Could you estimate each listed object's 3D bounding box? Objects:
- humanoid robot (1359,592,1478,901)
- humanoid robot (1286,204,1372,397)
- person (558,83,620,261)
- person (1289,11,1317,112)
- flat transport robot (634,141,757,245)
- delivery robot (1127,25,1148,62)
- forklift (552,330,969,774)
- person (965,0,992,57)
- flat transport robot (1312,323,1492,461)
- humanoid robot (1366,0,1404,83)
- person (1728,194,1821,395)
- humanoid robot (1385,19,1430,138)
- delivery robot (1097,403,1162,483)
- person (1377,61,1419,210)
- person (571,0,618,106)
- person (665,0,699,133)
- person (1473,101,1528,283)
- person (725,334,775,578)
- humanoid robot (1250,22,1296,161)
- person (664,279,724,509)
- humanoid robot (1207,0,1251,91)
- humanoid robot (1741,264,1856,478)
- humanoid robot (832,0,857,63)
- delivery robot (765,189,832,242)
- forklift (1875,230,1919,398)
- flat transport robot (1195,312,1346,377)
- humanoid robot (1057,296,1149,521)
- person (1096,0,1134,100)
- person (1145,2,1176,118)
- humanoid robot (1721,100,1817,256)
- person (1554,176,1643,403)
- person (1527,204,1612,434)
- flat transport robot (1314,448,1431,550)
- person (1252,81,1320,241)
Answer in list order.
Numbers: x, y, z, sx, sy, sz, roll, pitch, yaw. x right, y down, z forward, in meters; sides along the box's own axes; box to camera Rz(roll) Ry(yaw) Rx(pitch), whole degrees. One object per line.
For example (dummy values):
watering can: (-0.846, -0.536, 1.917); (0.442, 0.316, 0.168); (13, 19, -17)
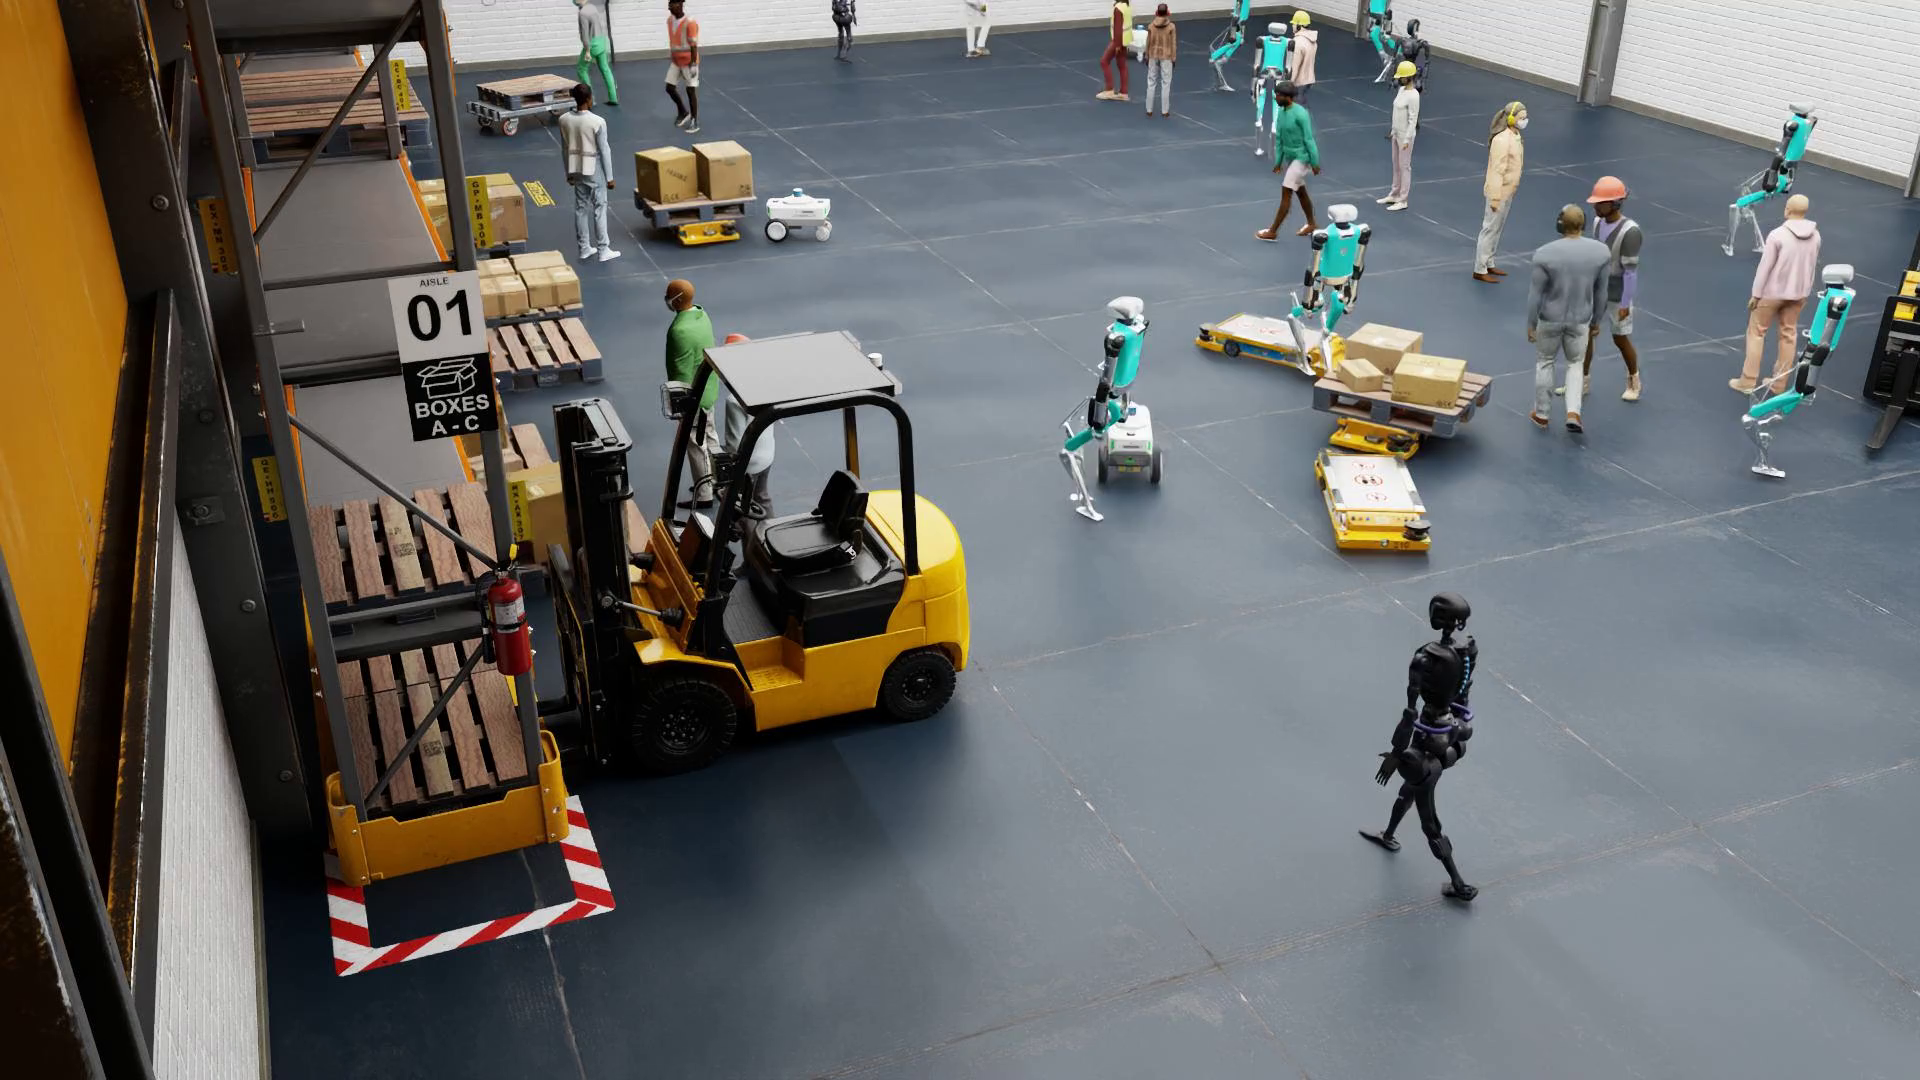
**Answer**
humanoid robot: (2.403, 1.025, 8.453); (0.608, 1.636, 0.790); (-21, 33, -35)
humanoid robot: (3.172, -2.174, 14.703); (0.555, 1.765, 0.914); (-7, 27, -13)
person: (-4.053, -3.991, 18.101); (0.599, 1.912, 0.387); (11, 29, 21)
person: (4.611, -6.216, 22.589); (0.431, 1.859, 0.788); (14, 30, 26)
flat transport robot: (-3.088, -3.734, 19.414); (0.659, 0.231, 1.431); (-11, 29, -21)
delivery robot: (3.093, -8.585, 28.743); (0.499, 0.592, 0.774); (-11, 29, -21)
forklift: (-1.094, 0.010, 9.831); (2.313, 2.155, 1.214); (-10, 28, -20)
person: (0.328, -9.323, 28.746); (0.540, 1.867, 0.589); (-22, 34, -37)
flat transport robot: (3.715, -1.045, 14.066); (0.659, 0.231, 1.431); (16, 31, 29)
humanoid robot: (6.830, -8.120, 26.631); (0.705, 1.916, 0.549); (-14, 30, -25)
person: (7.186, -2.122, 14.547); (0.545, 1.770, 0.440); (-5, 27, -9)
humanoid robot: (6.342, -6.495, 23.411); (0.591, 1.638, 0.789); (19, 32, 33)
delivery robot: (1.347, -0.785, 13.246); (0.499, 0.609, 0.805); (1, 27, 3)
person: (5.299, -4.857, 19.990); (0.325, 1.759, 0.523); (-3, 27, -6)
person: (-5.580, -7.471, 25.125); (0.727, 1.811, 0.663); (9, 28, 18)
person: (-3.942, -6.784, 23.606); (0.629, 1.949, 0.419); (17, 31, 30)
person: (5.676, -3.667, 17.494); (0.390, 1.875, 0.566); (16, 31, 29)
person: (-1.473, -0.588, 11.521); (0.351, 1.737, 0.572); (9, 28, 17)
humanoid robot: (4.116, -5.869, 22.138); (0.545, 1.879, 0.759); (6, 27, 11)
person: (-2.002, -1.097, 12.497); (0.388, 1.776, 0.542); (4, 27, 9)
humanoid robot: (4.150, -7.849, 26.085); (0.768, 1.895, 0.545); (12, 29, 23)
humanoid robot: (6.402, -1.229, 12.930); (0.714, 1.912, 0.551); (12, 29, 22)
humanoid robot: (-2.009, -8.982, 28.299); (0.443, 1.633, 0.599); (-21, 33, -35)
delivery robot: (-1.867, -3.720, 19.085); (0.813, 0.609, 0.499); (1, 27, 1)
forklift: (9.029, -2.397, 14.618); (1.214, 2.155, 2.313); (18, 32, 32)
flat transport robot: (3.000, -1.847, 15.662); (1.431, 0.231, 0.659); (20, 33, 34)
humanoid robot: (0.952, -0.968, 12.310); (0.823, 1.805, 0.555); (15, 30, 27)
person: (2.358, -7.649, 25.549); (0.610, 1.750, 0.501); (10, 28, 20)
person: (2.947, -7.066, 24.509); (0.462, 1.648, 0.327); (8, 28, 16)
humanoid robot: (8.787, -3.964, 18.239); (0.530, 1.780, 0.834); (-20, 33, -35)
person: (5.690, -2.164, 14.390); (0.791, 1.994, 0.622); (-8, 28, -16)
person: (4.990, -1.785, 13.721); (0.646, 1.910, 0.632); (3, 27, 5)
flat transport robot: (3.112, -0.320, 12.624); (0.659, 0.231, 1.431); (2, 27, 3)
person: (3.746, -4.282, 18.822); (0.968, 1.777, 0.528); (-9, 28, -17)
